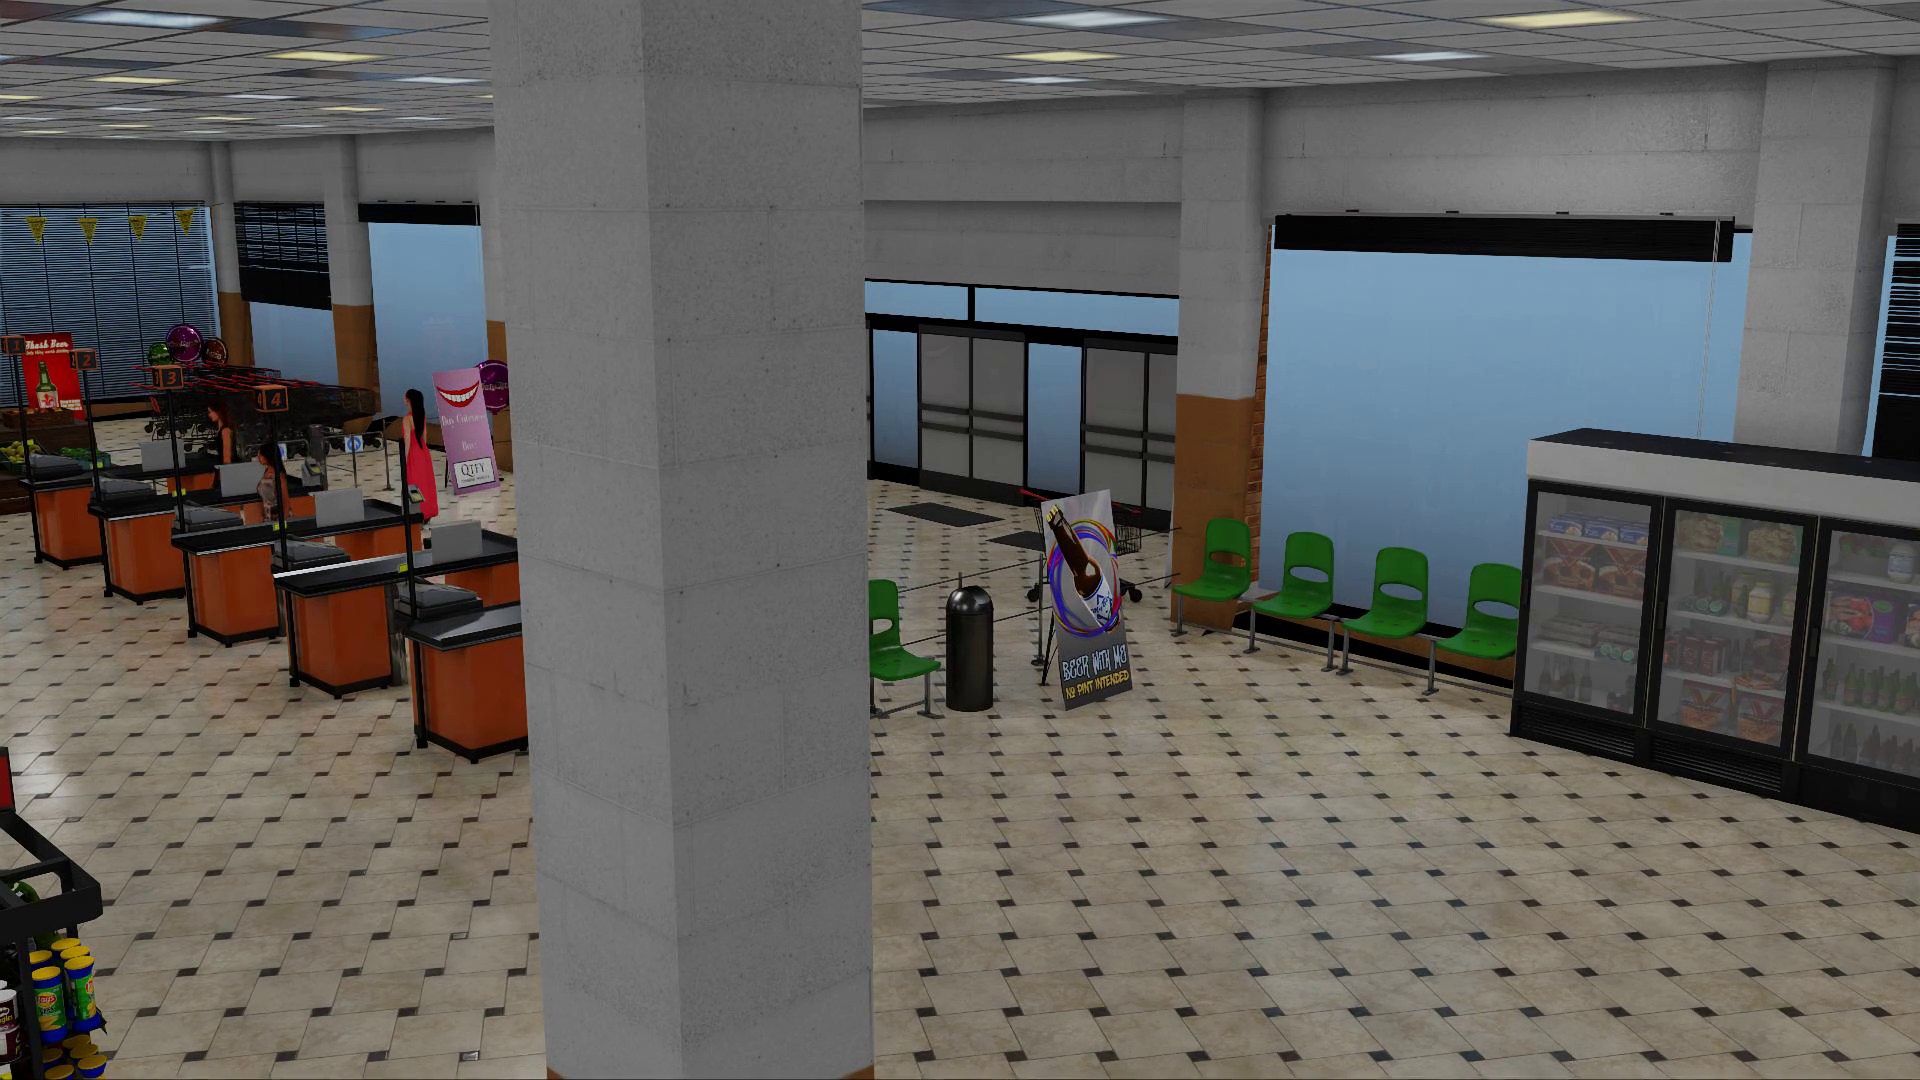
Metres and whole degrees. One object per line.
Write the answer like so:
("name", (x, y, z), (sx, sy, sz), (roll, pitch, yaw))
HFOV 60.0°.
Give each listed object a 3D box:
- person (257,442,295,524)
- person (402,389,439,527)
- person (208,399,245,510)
("person", (-6.896, -0.180, 16.822), (0.515, 1.643, 0.647), (-11, 16, -43))
("person", (-6.717, -1.013, 20.571), (0.765, 1.728, 0.657), (4, 12, 17))
("person", (-8.122, -0.667, 18.794), (1.159, 1.783, 0.844), (-9, 15, -35))
